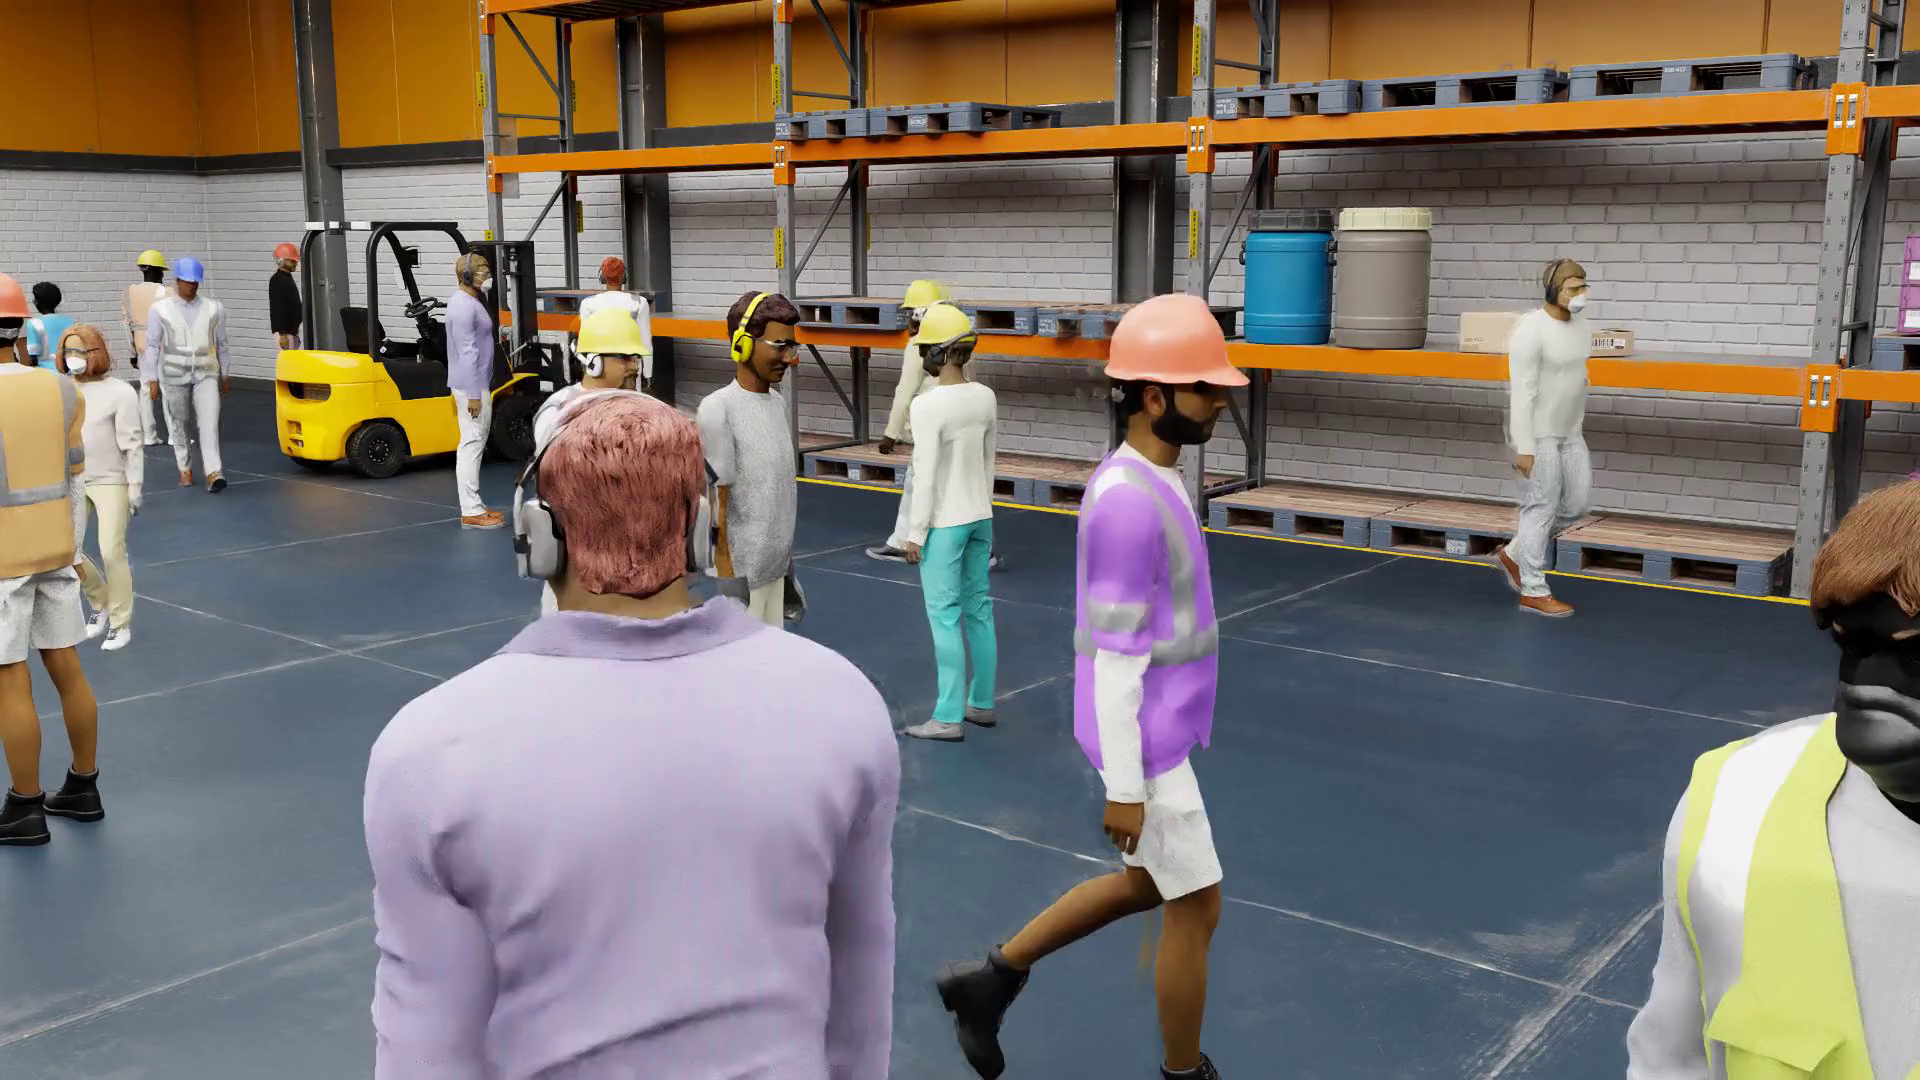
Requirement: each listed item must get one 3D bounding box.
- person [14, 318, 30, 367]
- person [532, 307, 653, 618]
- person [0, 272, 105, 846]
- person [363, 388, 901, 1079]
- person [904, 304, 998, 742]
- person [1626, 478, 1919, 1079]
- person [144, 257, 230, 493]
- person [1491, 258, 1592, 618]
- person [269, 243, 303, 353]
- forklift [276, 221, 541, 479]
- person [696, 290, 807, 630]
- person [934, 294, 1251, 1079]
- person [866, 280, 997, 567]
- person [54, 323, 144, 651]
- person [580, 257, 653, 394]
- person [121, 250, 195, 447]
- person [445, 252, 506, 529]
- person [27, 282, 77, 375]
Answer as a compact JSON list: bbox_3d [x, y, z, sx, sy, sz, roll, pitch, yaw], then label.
[{"bbox_3d":[-6.838,-1.077,11.599,0.674,2.000,0.535,-7,12,-32],"label":"person"},{"bbox_3d":[-1.376,0.023,6.255,0.957,1.786,0.592,6,12,31],"label":"person"},{"bbox_3d":[-3.178,0.060,5.581,0.354,1.939,0.544,3,11,18],"label":"person"},{"bbox_3d":[-0.376,0.739,2.065,0.667,1.854,1.013,-5,11,-26],"label":"person"},{"bbox_3d":[-0.050,-0.066,6.762,0.328,1.766,0.532,7,13,35],"label":"person"},{"bbox_3d":[0.915,0.840,1.581,0.436,1.829,0.639,-8,13,-37],"label":"person"},{"bbox_3d":[-6.219,-1.324,13.420,0.650,1.875,1.049,-6,12,-32],"label":"person"},{"bbox_3d":[3.138,-0.542,8.943,0.656,1.924,0.488,-8,13,-38],"label":"person"},{"bbox_3d":[-7.705,-2.395,19.109,0.396,1.983,0.651,-1,10,-8],"label":"person"},{"bbox_3d":[-4.922,-1.741,14.854,1.214,2.155,2.313,8,13,38],"label":"forklift"},{"bbox_3d":[-0.643,0.136,5.370,0.328,1.865,0.518,3,11,17],"label":"person"},{"bbox_3d":[0.344,0.414,3.696,0.776,1.913,0.552,2,10,10],"label":"person"},{"bbox_3d":[-0.152,-0.696,10.227,0.927,1.788,0.591,3,11,18],"label":"person"},{"bbox_3d":[-4.275,-0.253,8.189,0.518,1.617,0.344,0,10,0],"label":"person"},{"bbox_3d":[-2.806,-1.370,13.660,0.576,1.884,0.355,-1,10,-8],"label":"person"},{"bbox_3d":[-7.887,-1.870,16.328,0.585,1.921,0.382,1,10,8],"label":"person"},{"bbox_3d":[-3.424,-1.048,11.724,0.356,1.937,0.638,-3,11,-14],"label":"person"},{"bbox_3d":[-7.686,-1.330,14.027,0.787,1.658,0.546,5,11,27],"label":"person"}]
